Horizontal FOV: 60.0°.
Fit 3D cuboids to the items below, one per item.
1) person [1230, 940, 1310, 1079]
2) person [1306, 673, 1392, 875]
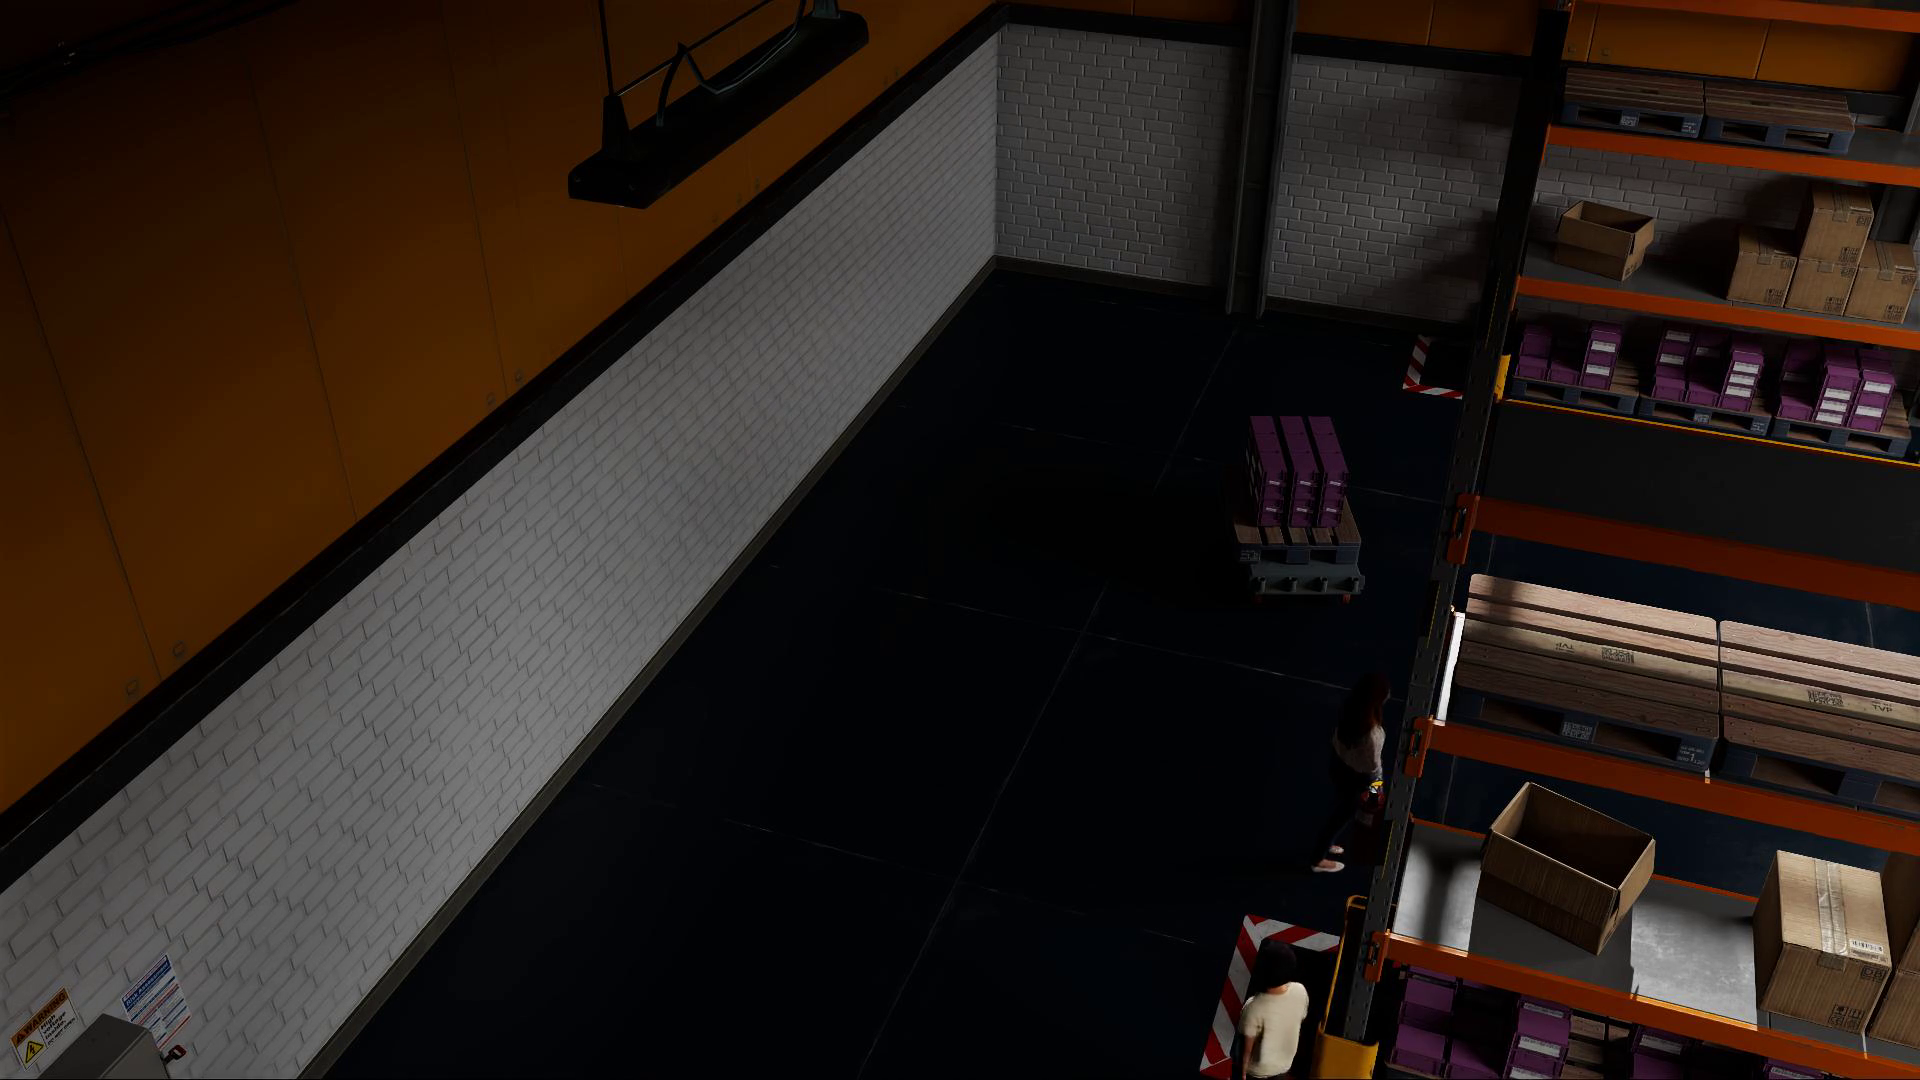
[{"bbox_3d":[1.683,2.822,8.915,0.885,1.570,0.936,-16,37,-22],"label":"person"},{"bbox_3d":[2.432,1.548,10.708,0.755,1.707,0.706,-6,34,-9],"label":"person"}]
